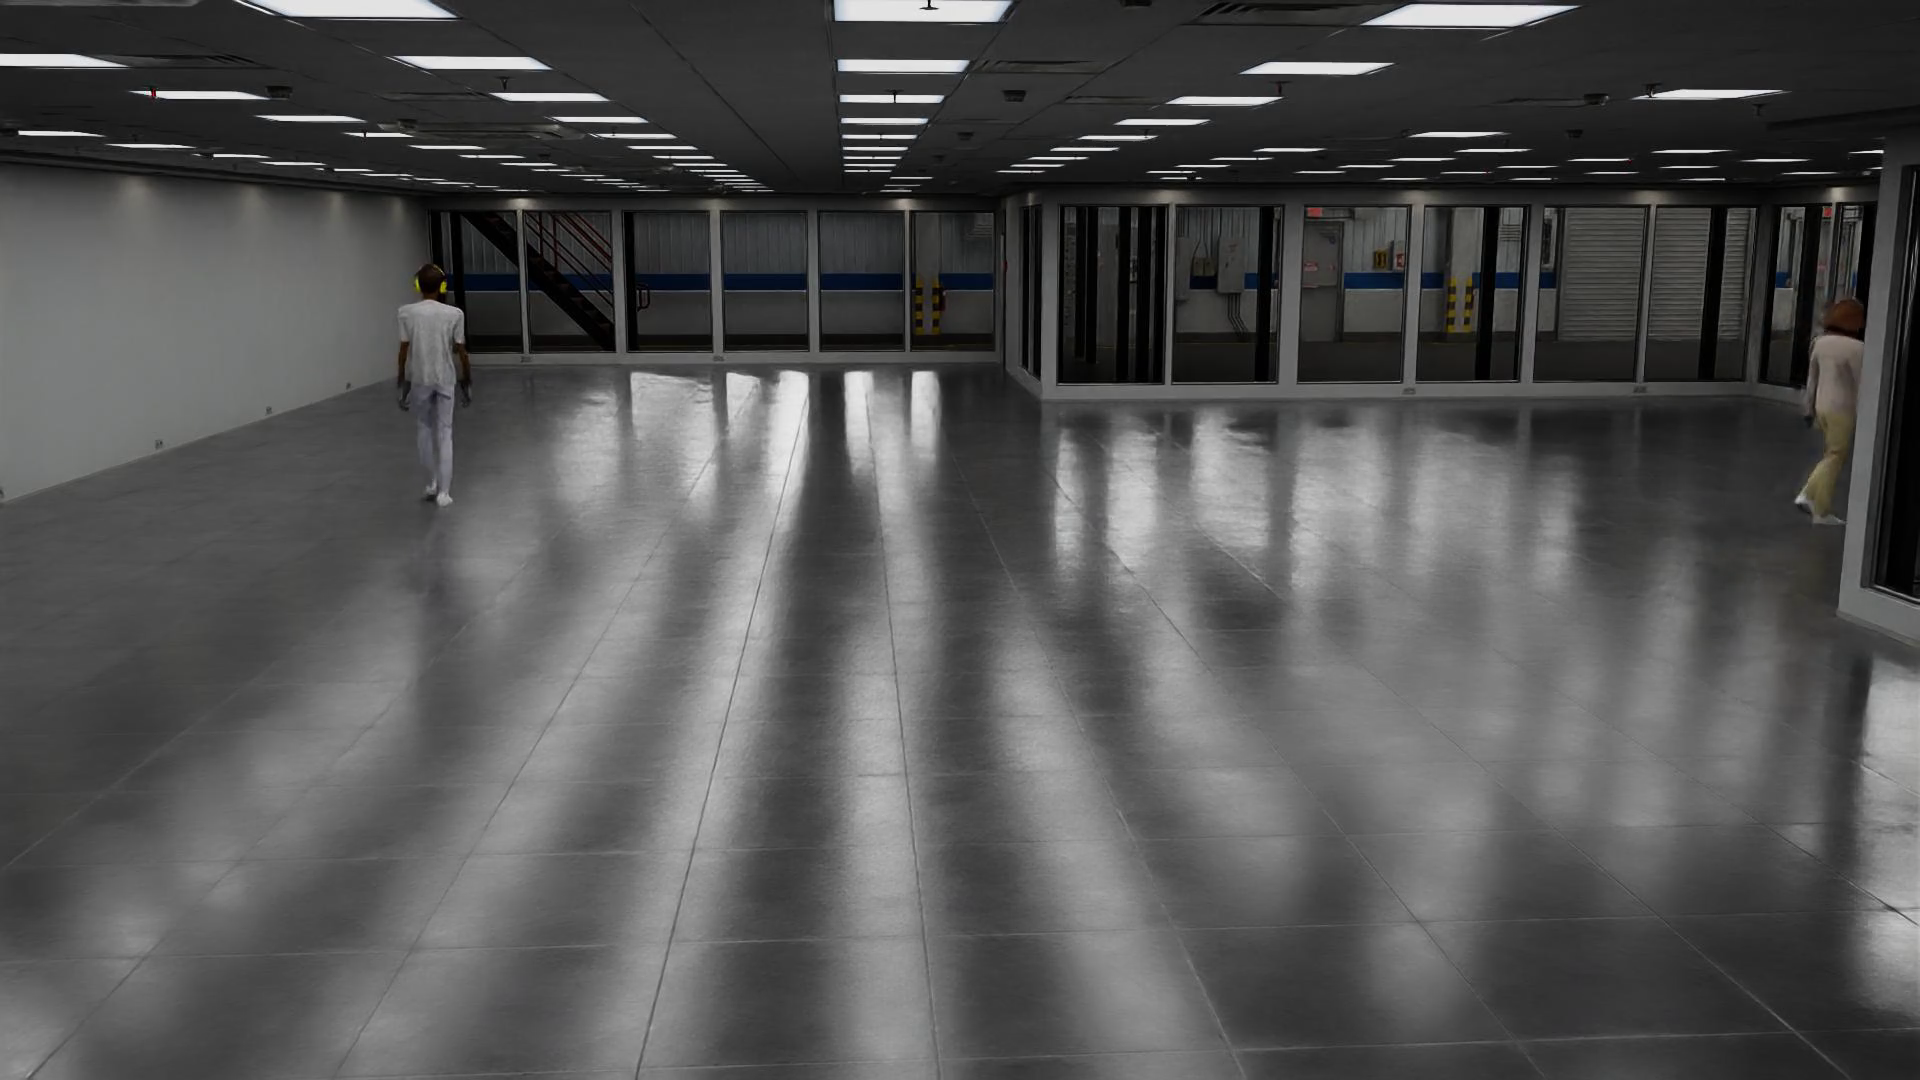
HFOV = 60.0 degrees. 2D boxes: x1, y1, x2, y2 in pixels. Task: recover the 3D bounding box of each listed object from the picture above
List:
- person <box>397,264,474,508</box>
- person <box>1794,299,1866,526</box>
[{"bbox_3d":[-4.043,-1.197,12.838,0.551,1.834,0.859,-2,11,-11],"label":"person"},{"bbox_3d":[6.239,-0.892,11.778,0.352,1.621,0.501,-1,11,-3],"label":"person"}]
